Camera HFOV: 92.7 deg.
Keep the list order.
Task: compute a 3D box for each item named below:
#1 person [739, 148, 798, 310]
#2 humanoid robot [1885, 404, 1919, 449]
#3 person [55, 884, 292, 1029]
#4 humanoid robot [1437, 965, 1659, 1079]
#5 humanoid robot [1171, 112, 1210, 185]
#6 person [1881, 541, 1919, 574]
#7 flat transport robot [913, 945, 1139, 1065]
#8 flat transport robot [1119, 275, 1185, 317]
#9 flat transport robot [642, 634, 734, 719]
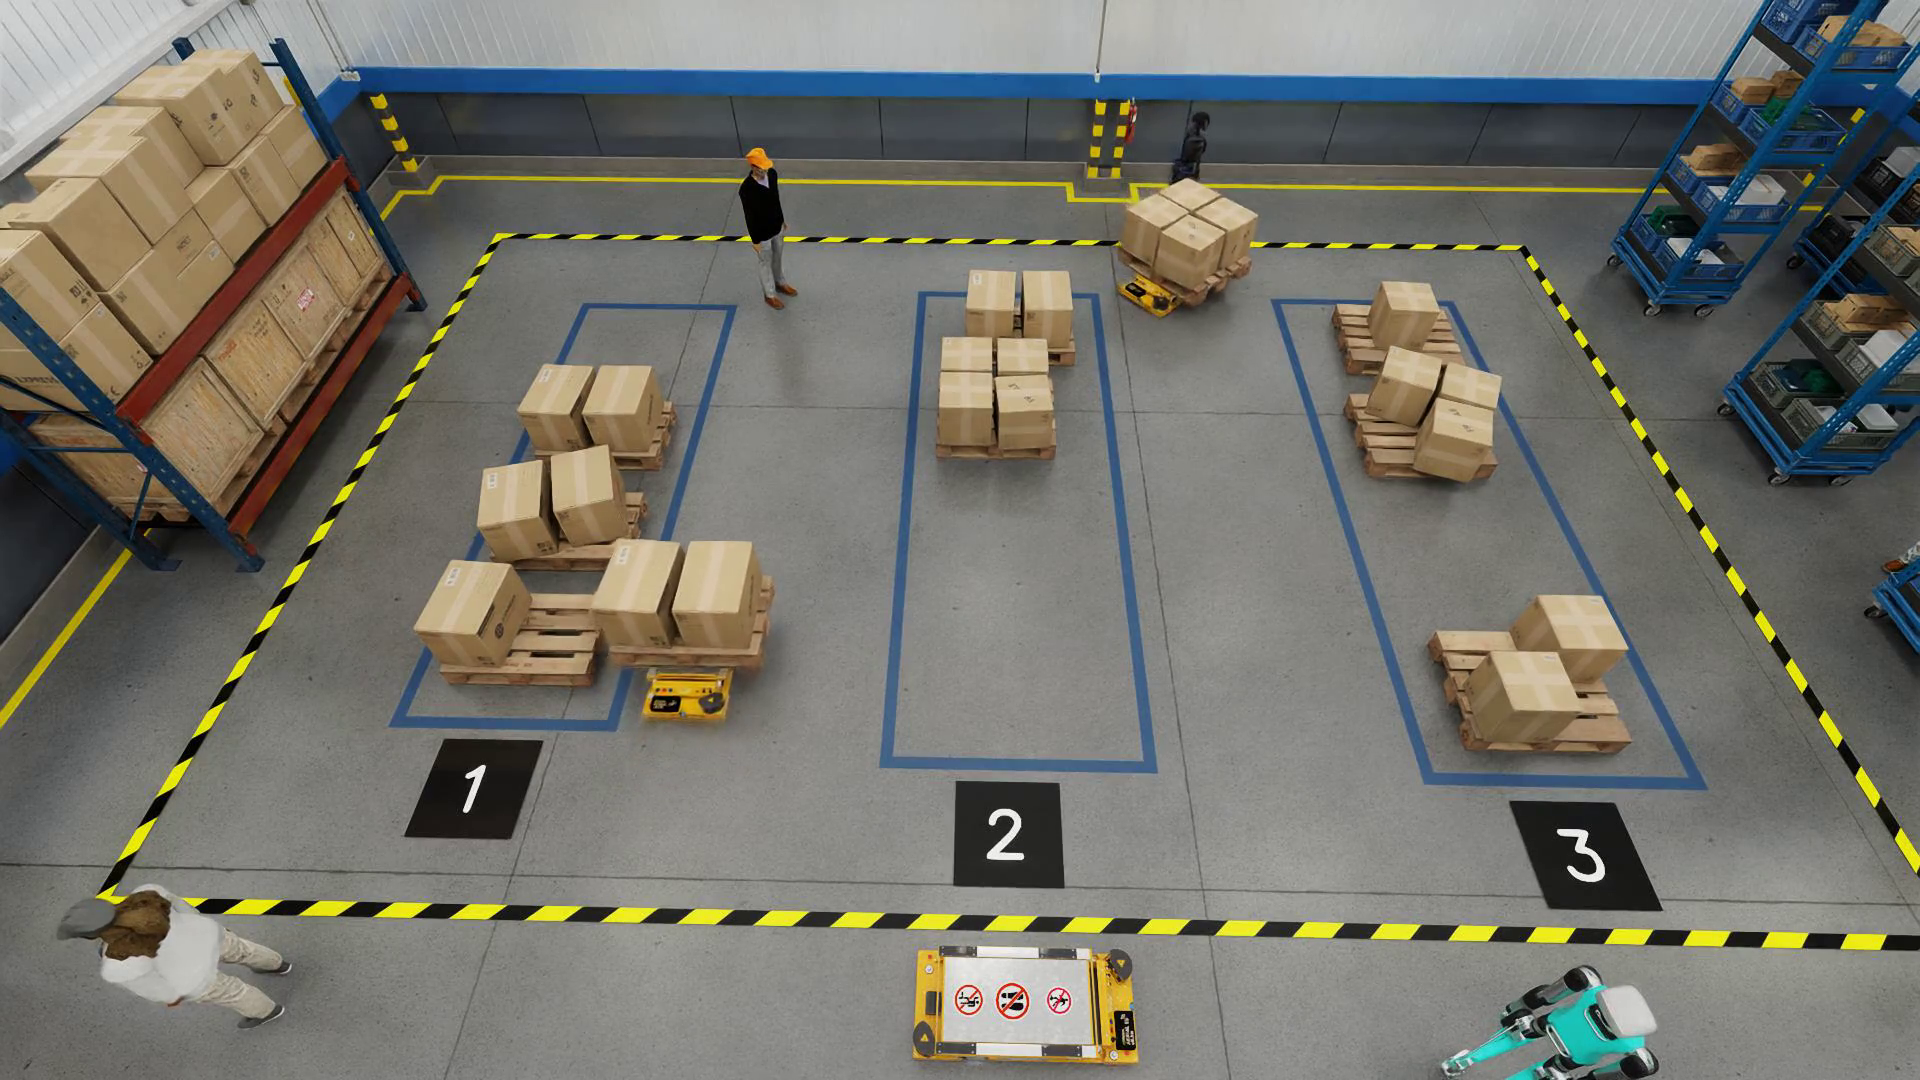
[{"bbox_3d":[-2.146,-3.494,10.293,0.381,1.881,0.590,22,54,17],"label":"person"},{"bbox_3d":[9.695,-1.611,8.895,0.603,1.647,0.461,27,56,20],"label":"humanoid robot"},{"bbox_3d":[-4.615,2.491,5.486,0.399,1.769,0.563,-10,52,-8],"label":"person"},{"bbox_3d":[3.098,2.883,5.101,0.735,1.677,0.533,-12,52,-10],"label":"humanoid robot"},{"bbox_3d":[2.799,-4.428,11.201,0.701,1.635,0.585,-7,51,-6],"label":"humanoid robot"},{"bbox_3d":[8.697,-0.249,7.612,0.368,1.940,0.633,-23,54,-18],"label":"person"},{"bbox_3d":[0.422,3.041,6.007,1.431,0.231,0.659,1,51,1],"label":"flat transport robot"},{"bbox_3d":[2.660,-3.202,11.078,1.431,0.197,0.652,-34,58,-24],"label":"flat transport robot"},{"bbox_3d":[-2.213,0.832,7.790,0.652,0.197,1.431,1,51,1],"label":"flat transport robot"}]
